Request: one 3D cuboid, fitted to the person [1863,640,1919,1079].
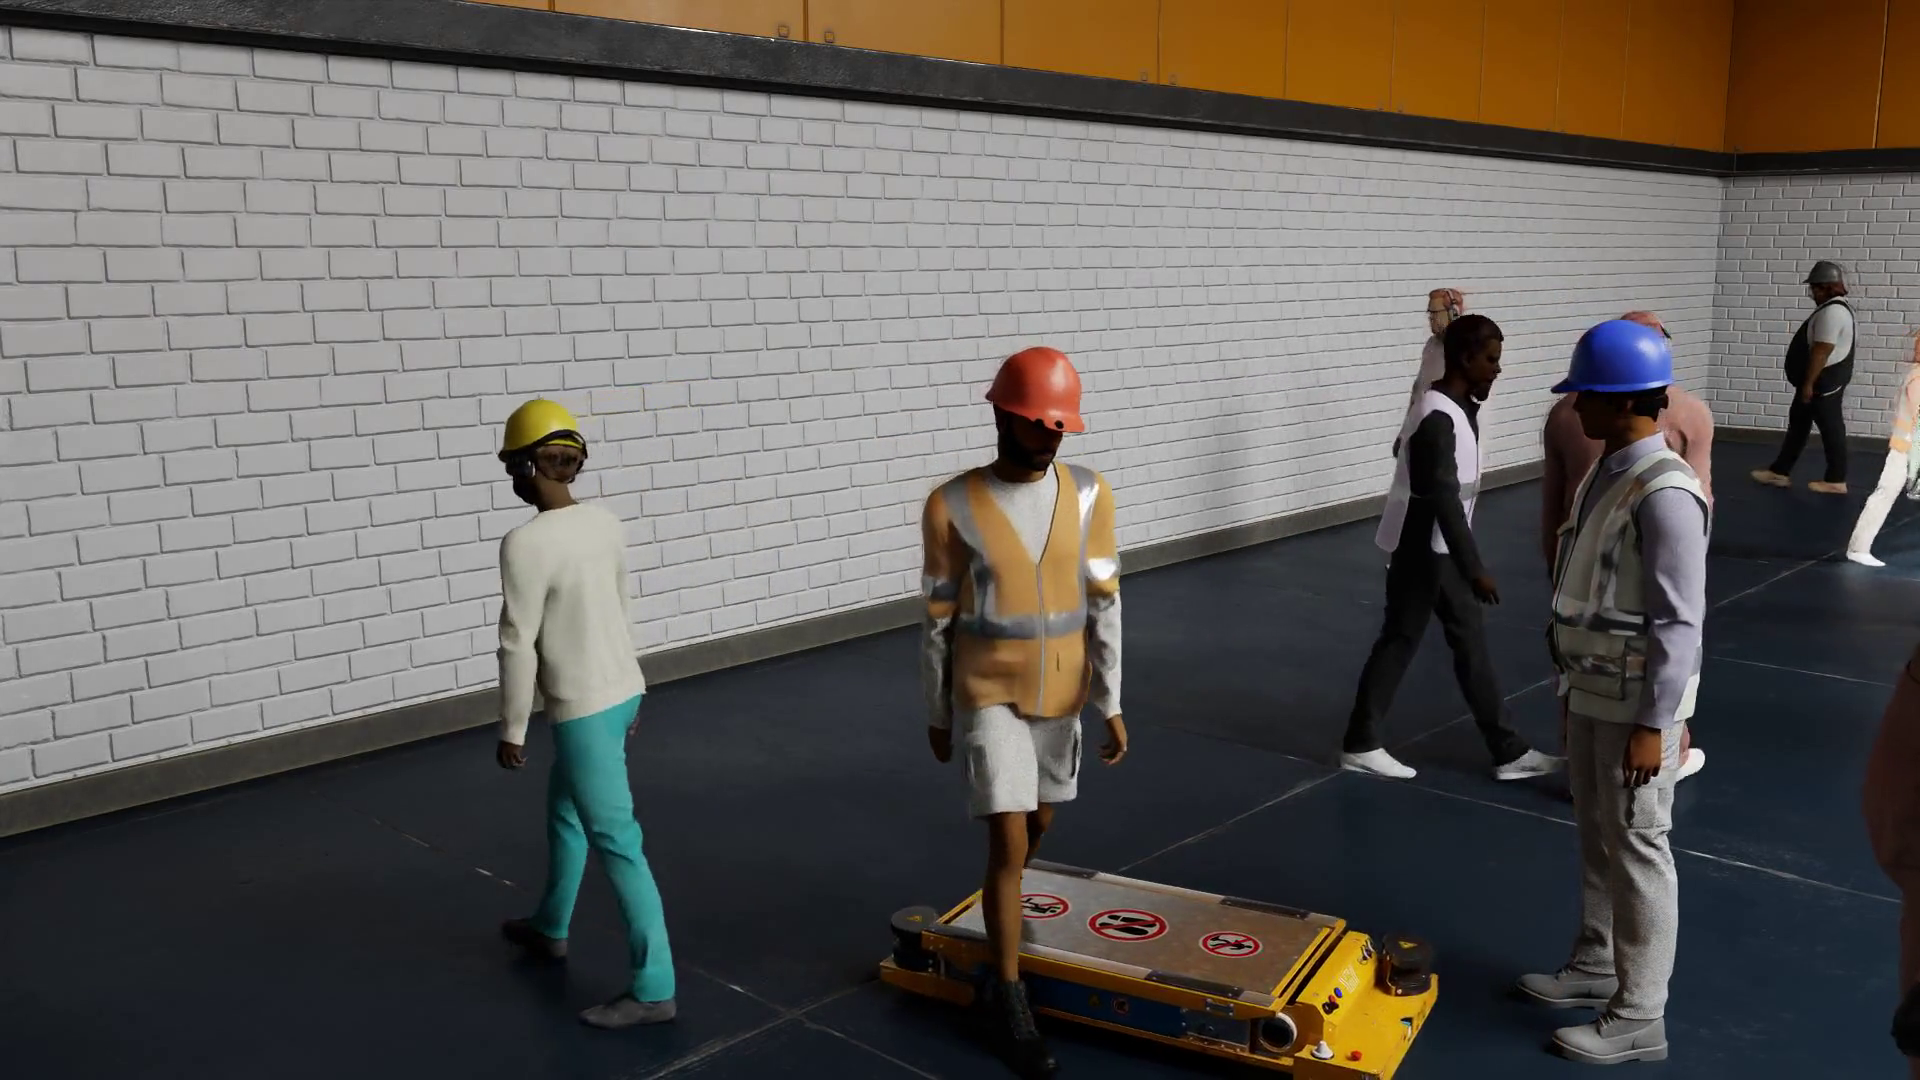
[{"bbox_3d":[1.800,0.674,2.939,0.399,1.905,0.643,10,14,44],"label":"person"}]

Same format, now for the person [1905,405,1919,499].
[{"bbox_3d":[5.675,-0.338,9.451,0.547,1.622,0.519,4,11,21],"label":"person"}]

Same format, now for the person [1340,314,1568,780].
[{"bbox_3d":[1.962,0.065,6.513,0.969,1.870,0.594,5,11,28],"label":"person"}]

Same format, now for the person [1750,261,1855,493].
[{"bbox_3d":[7.390,-1.435,14.550,0.900,2.000,0.711,6,11,29],"label":"person"}]

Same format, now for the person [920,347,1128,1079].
[{"bbox_3d":[0.150,0.398,4.609,0.529,1.887,0.967,-3,10,-18],"label":"person"}]

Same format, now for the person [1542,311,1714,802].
[{"bbox_3d":[2.621,0.060,6.466,0.677,1.882,0.766,9,13,42],"label":"person"}]

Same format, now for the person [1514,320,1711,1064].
[{"bbox_3d":[1.725,0.400,4.378,0.401,1.942,0.610,1,10,4],"label":"person"}]

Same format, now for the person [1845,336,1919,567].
[{"bbox_3d":[6.345,-0.579,10.953,0.867,1.588,0.545,9,13,41],"label":"person"}]

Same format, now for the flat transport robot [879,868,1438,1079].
[{"bbox_3d":[0.550,1.184,4.676,1.431,0.197,0.652,5,11,28],"label":"flat transport robot"}]

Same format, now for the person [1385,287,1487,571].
[{"bbox_3d":[3.114,-0.692,10.818,0.621,1.894,0.674,-1,10,-8],"label":"person"}]

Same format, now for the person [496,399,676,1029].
[{"bbox_3d":[-1.093,0.467,4.676,0.770,1.703,0.548,3,10,14],"label":"person"}]
